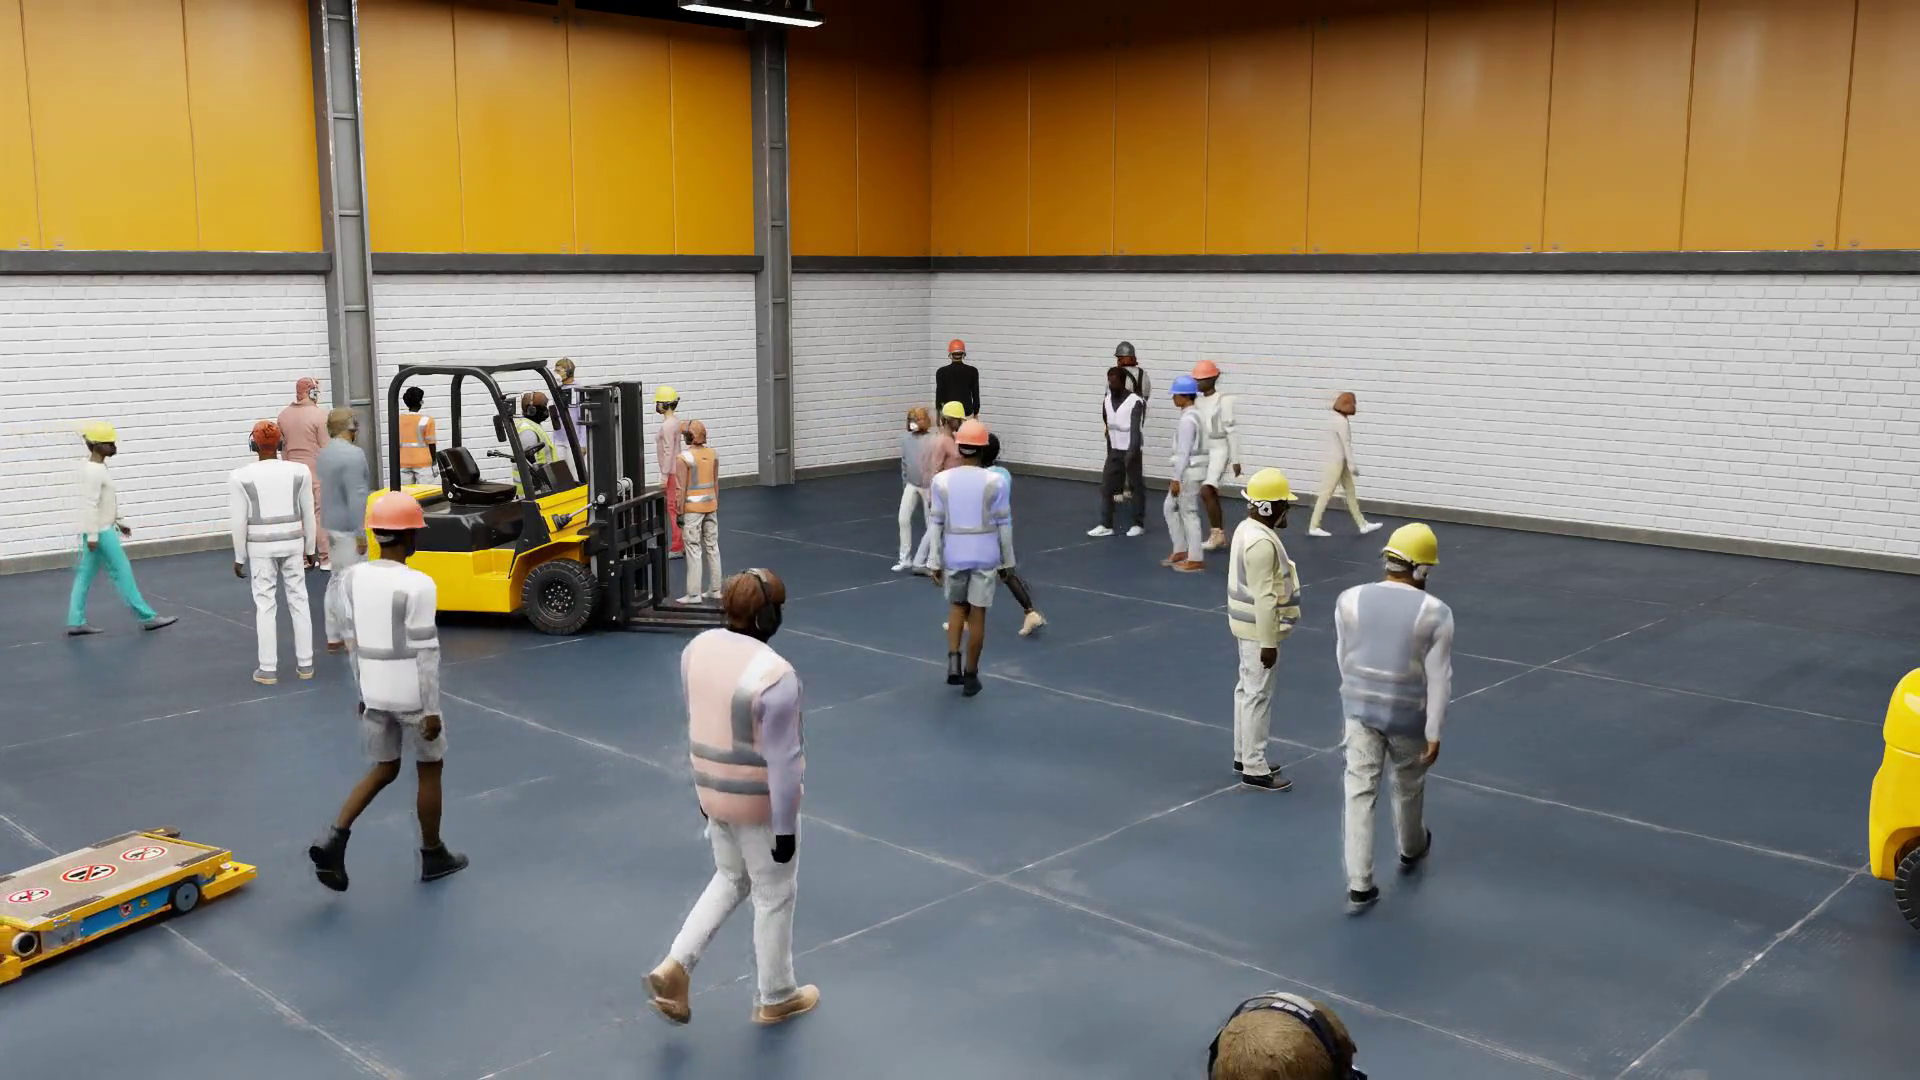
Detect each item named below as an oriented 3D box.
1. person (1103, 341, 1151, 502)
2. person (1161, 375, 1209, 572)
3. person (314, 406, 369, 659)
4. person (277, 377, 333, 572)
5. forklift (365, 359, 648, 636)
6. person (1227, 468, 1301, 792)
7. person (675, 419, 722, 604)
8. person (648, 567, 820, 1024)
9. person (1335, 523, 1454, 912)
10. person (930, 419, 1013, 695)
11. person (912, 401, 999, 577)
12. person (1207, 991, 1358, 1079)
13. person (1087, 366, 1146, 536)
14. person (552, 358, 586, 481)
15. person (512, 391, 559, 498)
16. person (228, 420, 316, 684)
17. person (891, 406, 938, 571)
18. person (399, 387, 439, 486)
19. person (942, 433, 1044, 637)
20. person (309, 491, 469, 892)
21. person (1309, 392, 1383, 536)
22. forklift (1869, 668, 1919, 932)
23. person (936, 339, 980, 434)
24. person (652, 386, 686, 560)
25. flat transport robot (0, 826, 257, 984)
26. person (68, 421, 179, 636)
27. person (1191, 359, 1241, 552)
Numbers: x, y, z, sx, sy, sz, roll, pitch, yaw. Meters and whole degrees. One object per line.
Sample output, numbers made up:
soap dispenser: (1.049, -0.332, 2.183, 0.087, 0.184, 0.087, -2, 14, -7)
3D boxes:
person: (2.063, -1.512, 21.185, 0.683, 2.000, 0.538, -8, 12, -41)
person: (2.137, -0.639, 16.169, 0.589, 1.923, 0.634, 2, 10, 13)
person: (-4.648, -0.045, 12.640, 0.381, 1.905, 0.742, -9, 13, -43)
person: (-6.322, -0.639, 16.258, 0.640, 1.905, 0.410, 4, 10, 22)
forklift: (-3.850, -0.407, 13.936, 2.313, 2.155, 1.214, 2, 9, 11)
person: (1.728, 0.502, 9.468, 0.404, 1.831, 0.600, 0, 9, 1)
person: (-2.313, -0.250, 14.702, 0.312, 1.632, 0.518, 6, 11, 34)
person: (-0.846, 1.011, 6.369, 0.639, 1.829, 0.631, 9, 13, 43)
person: (2.050, 0.797, 7.833, 0.578, 1.768, 0.940, 5, 11, 30)
person: (0.089, 0.119, 11.537, 0.555, 1.918, 0.407, 2, 10, 14)
person: (-0.036, -0.456, 15.746, 0.965, 1.699, 0.522, 2, 10, 13)
person: (0.419, 1.605, 2.428, 0.637, 1.922, 0.613, 9, 13, 43)
person: (1.748, -0.958, 18.250, 0.800, 1.878, 0.625, -7, 12, -38)
person: (-4.484, -1.124, 19.112, 0.637, 1.938, 0.355, 9, 13, 43)
person: (-3.866, -0.442, 15.230, 0.429, 1.842, 0.636, -2, 9, -12)
person: (-4.886, 0.087, 11.866, 0.573, 1.883, 0.356, -7, 11, -35)
person: (-0.423, -0.489, 16.201, 0.509, 1.609, 0.629, 5, 11, 29)
person: (-5.870, -0.809, 17.954, 0.530, 1.689, 0.321, 3, 10, 18)
person: (0.281, -0.043, 13.326, 0.838, 1.662, 0.530, 7, 12, 37)
person: (-2.715, 0.733, 7.842, 0.546, 1.919, 0.716, 5, 10, 26)
person: (4.252, -0.820, 18.300, 0.829, 1.592, 0.512, 2, 9, 12)
forklift: (5.205, 0.723, 7.013, 2.313, 2.155, 1.214, 9, 13, 43)
person: (-0.033, -1.736, 22.692, 0.613, 1.997, 0.374, -1, 9, -9)
person: (-2.959, -0.681, 16.928, 0.313, 1.769, 0.523, 0, 9, 1)
flat transport robot: (-3.961, 1.611, 7.449, 0.652, 0.197, 1.431, 4, 10, 25)
person: (-6.818, -0.092, 13.416, 0.871, 1.724, 0.536, -5, 10, -26)
person: (2.603, -0.865, 17.298, 0.639, 2.012, 0.694, -5, 11, -28)
